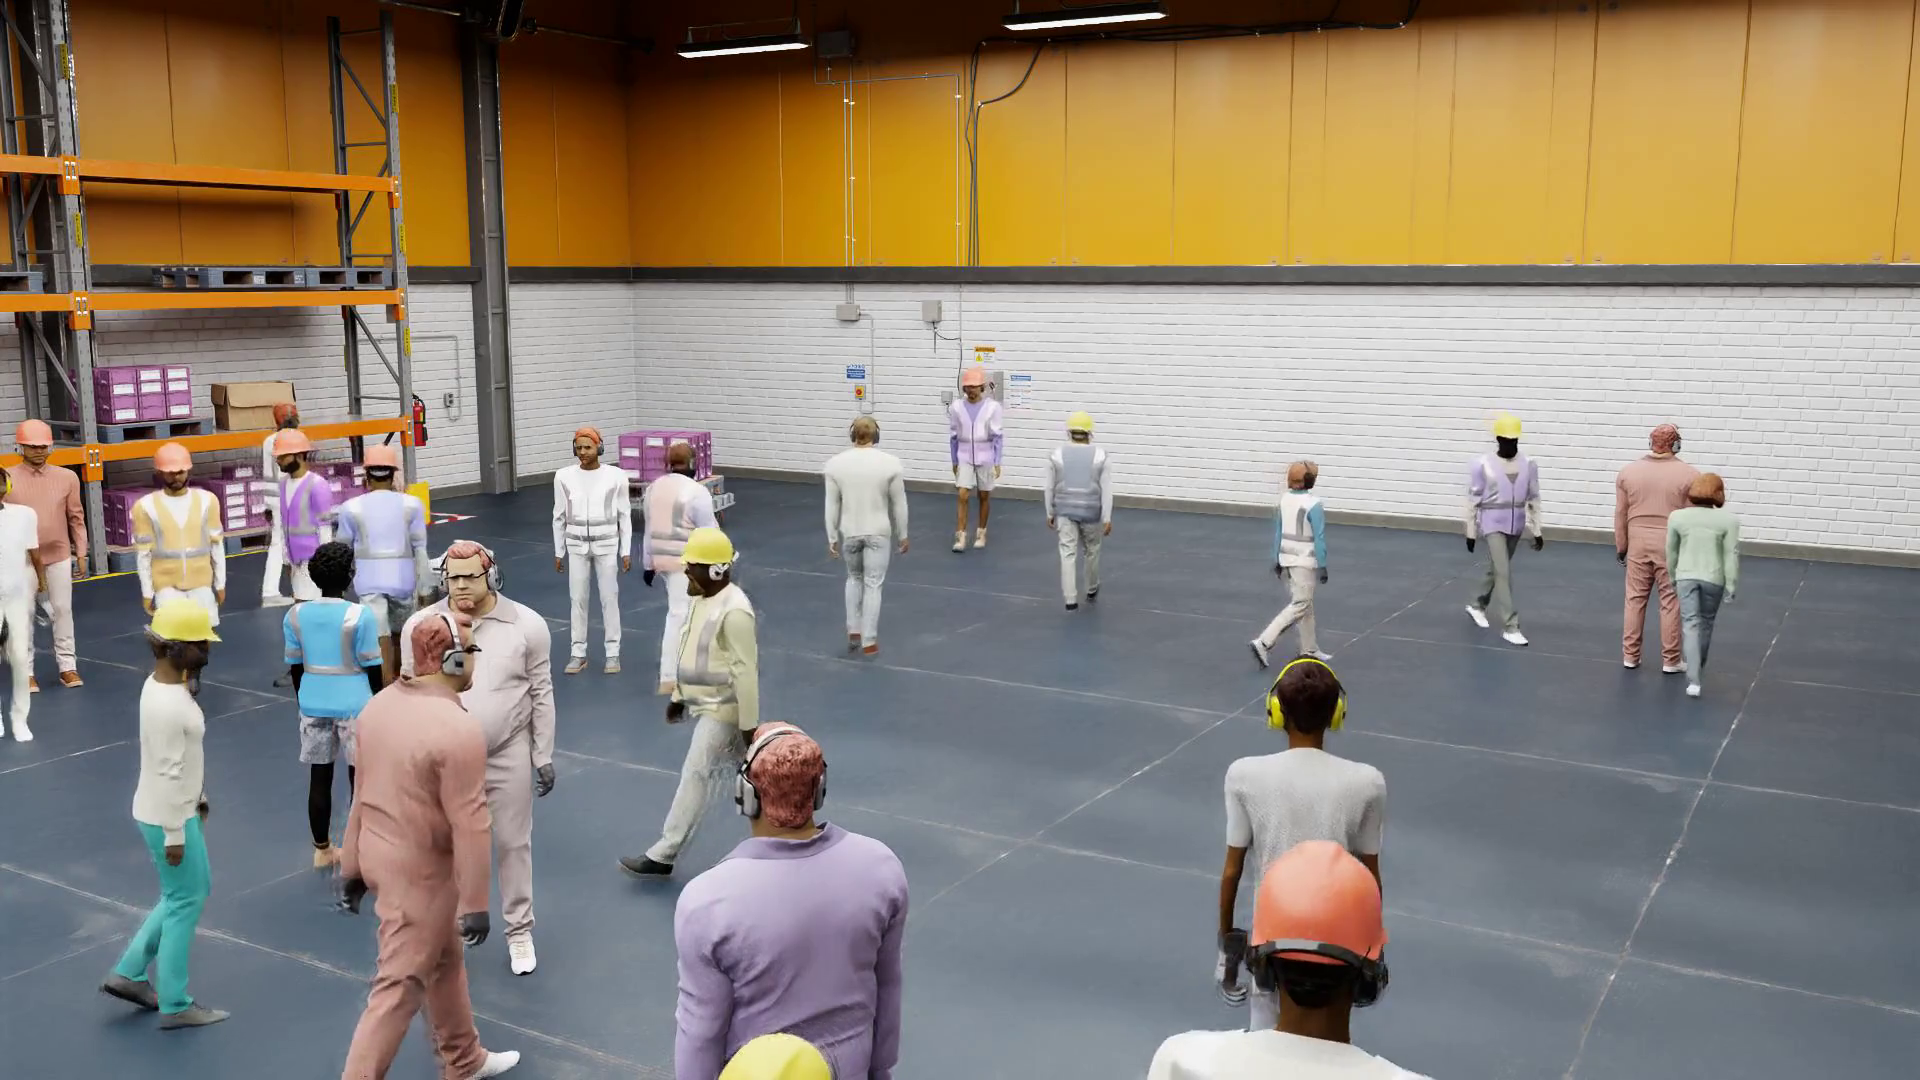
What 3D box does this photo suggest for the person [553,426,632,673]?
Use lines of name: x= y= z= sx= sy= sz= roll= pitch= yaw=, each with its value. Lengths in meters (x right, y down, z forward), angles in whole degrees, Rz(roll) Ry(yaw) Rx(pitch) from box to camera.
person: x=-2.786 y=0.081 z=12.604 sx=0.587 sy=1.882 sz=0.341 roll=0 pitch=9 yaw=-1

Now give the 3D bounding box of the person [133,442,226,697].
person: x=-5.332 y=0.264 z=11.380 sx=0.554 sy=1.921 sz=0.657 roll=-6 pitch=11 yaw=-34

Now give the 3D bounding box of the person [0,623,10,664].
person: x=-7.409 y=0.152 z=12.368 sx=0.529 sy=1.823 sz=0.717 roll=7 pitch=11 yaw=35

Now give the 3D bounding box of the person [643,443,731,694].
person: x=-1.933 y=0.192 z=12.176 sx=0.851 sy=1.796 sz=0.679 roll=-9 pitch=13 yaw=-43

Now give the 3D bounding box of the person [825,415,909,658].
person: x=-0.726 y=-0.041 z=13.279 sx=0.638 sy=1.915 sz=0.695 roll=2 pitch=9 yaw=12

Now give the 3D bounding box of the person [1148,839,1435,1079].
person: x=0.603 y=1.552 z=3.086 sx=0.630 sy=2.003 sz=1.020 roll=4 pitch=10 yaw=24

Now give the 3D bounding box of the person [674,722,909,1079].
person: x=-0.448 y=1.404 z=4.278 sx=0.642 sy=1.909 sz=0.409 roll=-6 pitch=11 yaw=-34

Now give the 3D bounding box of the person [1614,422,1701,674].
person: x=5.318 y=0.060 z=12.661 sx=0.643 sy=1.910 sz=0.400 roll=8 pitch=12 yaw=40

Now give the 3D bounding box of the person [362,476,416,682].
person: x=-4.189 y=0.306 z=12.012 sx=0.529 sy=1.608 sz=0.687 roll=6 pitch=11 yaw=35

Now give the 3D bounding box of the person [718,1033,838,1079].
person: x=-0.280 y=1.683 z=3.079 sx=0.455 sy=1.722 sz=0.554 roll=-5 pitch=10 yaw=-26

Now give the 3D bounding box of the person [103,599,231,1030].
person: x=-3.216 y=1.106 z=6.701 sx=0.551 sy=1.737 sz=0.540 roll=-4 pitch=10 yaw=-25

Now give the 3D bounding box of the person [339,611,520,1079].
person: x=-1.922 y=1.188 z=5.865 sx=0.846 sy=1.847 sz=0.663 roll=-9 pitch=13 yaw=-44

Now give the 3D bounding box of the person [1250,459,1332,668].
person: x=2.572 y=0.184 z=12.805 sx=0.751 sy=1.614 sz=0.519 roll=-4 pitch=10 yaw=-21

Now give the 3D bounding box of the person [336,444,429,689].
person: x=-3.896 y=0.305 z=11.192 sx=0.578 sy=1.879 sz=0.937 roll=-4 pitch=10 yaw=-26

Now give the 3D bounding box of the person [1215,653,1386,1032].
person: x=1.066 y=1.292 z=5.169 sx=0.526 sy=1.853 sz=0.632 roll=2 pitch=9 yaw=11

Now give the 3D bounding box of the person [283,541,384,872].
person: x=-3.124 y=0.850 z=8.385 sx=0.533 sy=1.697 sz=0.319 roll=2 pitch=9 yaw=13

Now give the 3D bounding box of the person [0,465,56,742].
person: x=-6.176 y=0.404 z=10.723 sx=0.569 sy=1.845 sz=0.379 roll=-8 pitch=12 yaw=-40

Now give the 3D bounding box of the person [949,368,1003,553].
person: x=0.153 y=-0.857 z=18.059 sx=0.623 sy=2.000 sz=0.944 roll=2 pitch=9 yaw=10

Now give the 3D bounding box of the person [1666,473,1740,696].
person: x=5.393 y=0.308 z=12.108 sx=0.500 sy=1.581 sz=0.832 roll=4 pitch=10 yaw=25

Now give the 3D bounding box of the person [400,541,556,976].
person: x=-2.072 y=0.944 z=7.147 sx=0.654 sy=1.906 sz=0.406 roll=-2 pitch=9 yaw=-10

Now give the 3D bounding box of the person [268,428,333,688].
person: x=-4.796 y=0.104 z=12.430 sx=0.551 sy=1.910 sz=0.828 roll=7 pitch=11 yaw=36

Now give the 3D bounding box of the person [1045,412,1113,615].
person: x=1.086 y=-0.262 z=15.029 sx=0.621 sy=1.785 sz=0.898 roll=2 pitch=9 yaw=11

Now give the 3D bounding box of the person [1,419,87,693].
person: x=-6.677 y=0.115 z=12.092 sx=0.618 sy=1.990 sz=0.399 roll=-8 pitch=12 yaw=-40

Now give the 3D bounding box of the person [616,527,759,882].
person: x=-1.237 y=0.812 z=8.388 sx=0.989 sy=1.782 sz=0.588 roll=-4 pitch=10 yaw=-21

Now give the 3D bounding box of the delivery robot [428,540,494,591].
delivery robot: x=-4.633 y=0.242 z=15.441 sx=0.477 sy=0.478 sz=0.707 roll=2 pitch=9 yaw=13

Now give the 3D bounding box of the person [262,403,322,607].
person: x=-6.087 y=-0.331 z=15.299 sx=0.890 sy=1.850 sz=0.581 roll=-7 pitch=12 yaw=-38

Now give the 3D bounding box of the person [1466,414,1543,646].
person: x=4.527 y=-0.124 z=13.929 sx=0.602 sy=1.880 sz=1.017 roll=-2 pitch=9 yaw=-15
